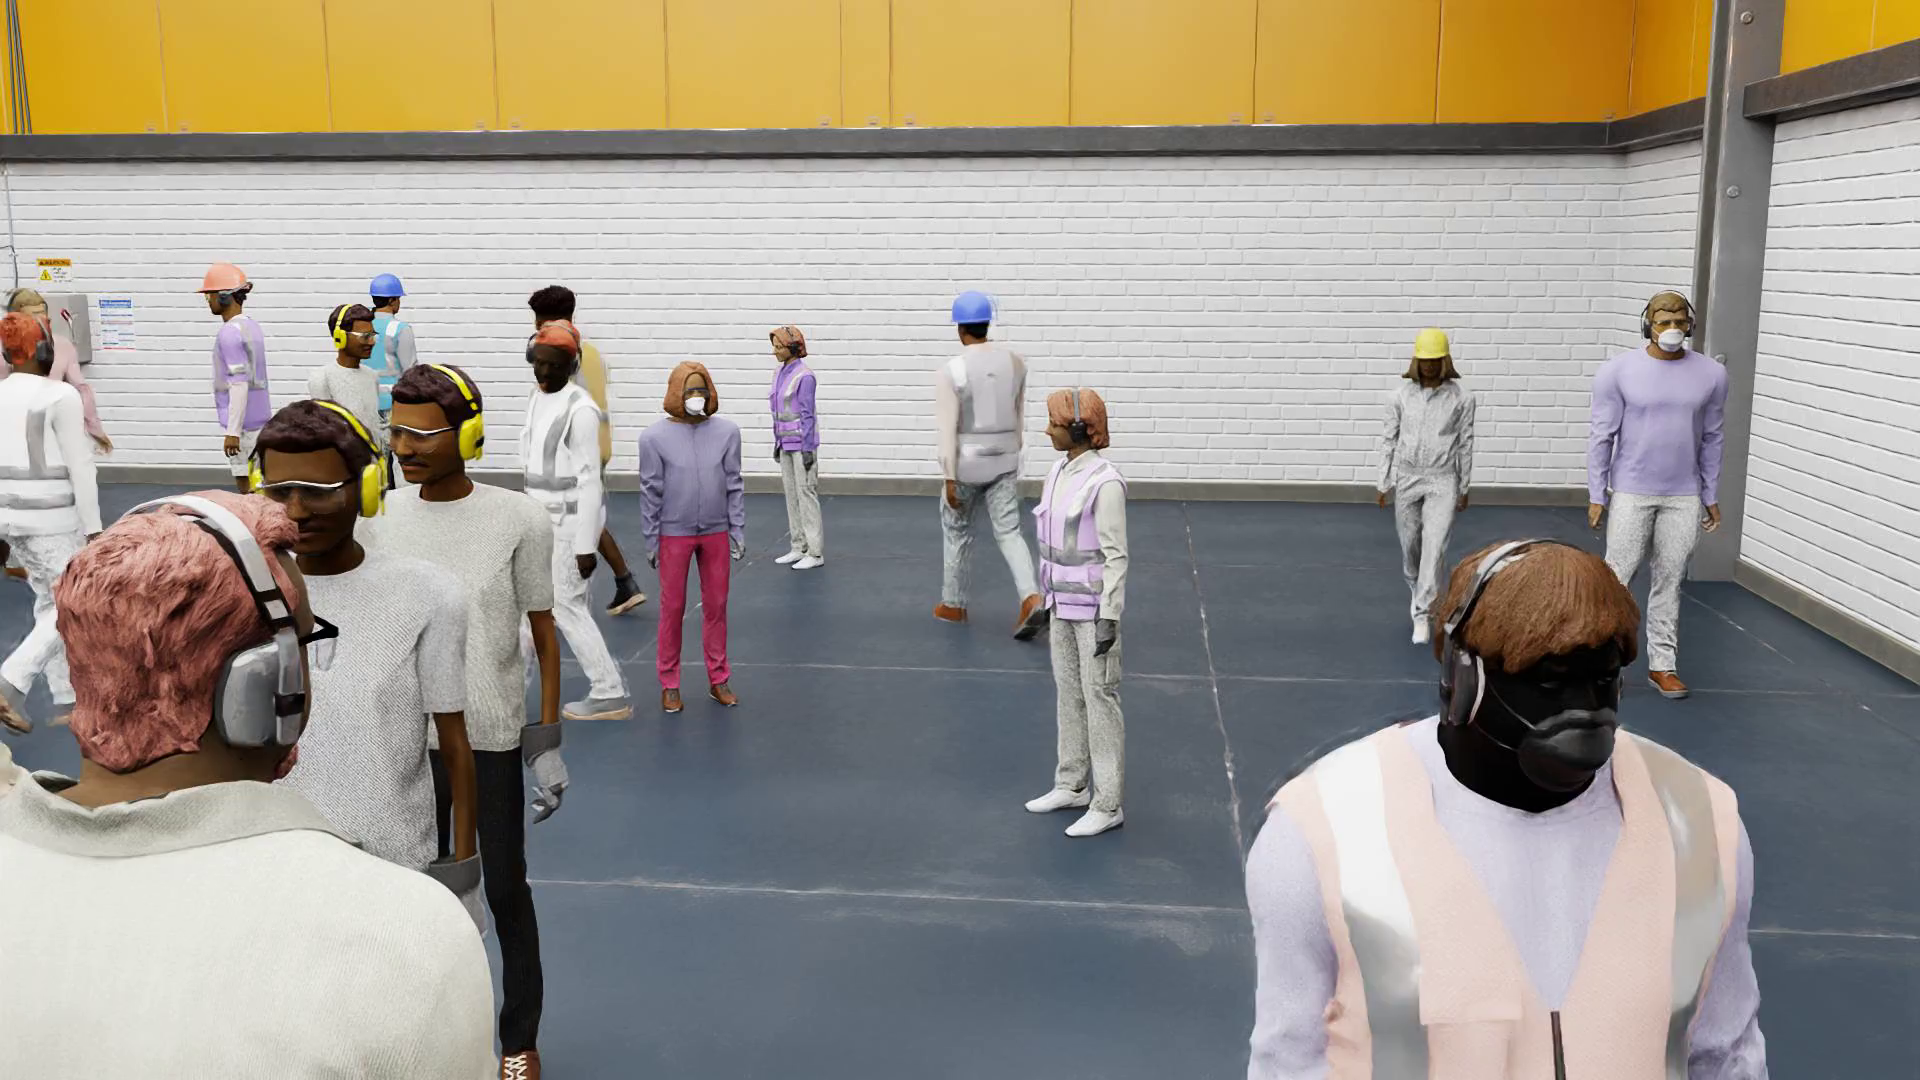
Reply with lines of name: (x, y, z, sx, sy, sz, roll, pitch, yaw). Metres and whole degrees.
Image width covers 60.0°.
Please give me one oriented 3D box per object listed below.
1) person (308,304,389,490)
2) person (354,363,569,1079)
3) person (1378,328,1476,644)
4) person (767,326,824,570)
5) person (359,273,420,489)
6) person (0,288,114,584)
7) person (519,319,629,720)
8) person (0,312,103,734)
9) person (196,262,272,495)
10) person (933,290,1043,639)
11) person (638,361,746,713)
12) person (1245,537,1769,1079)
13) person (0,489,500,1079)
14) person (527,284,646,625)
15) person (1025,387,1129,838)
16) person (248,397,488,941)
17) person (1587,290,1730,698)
person: (-3.075, -0.265, 8.464, 0.322, 1.860, 0.516, 3, 10, 18)
person: (-1.219, 0.501, 4.049, 0.526, 1.865, 0.315, 0, 10, 1)
person: (2.604, -0.337, 9.301, 0.496, 1.704, 0.864, 4, 11, 21)
person: (-1.097, -0.613, 11.112, 0.323, 1.630, 0.504, -6, 11, -29)
person: (-4.320, -1.039, 12.627, 0.602, 1.948, 0.387, 5, 11, 25)
person: (-5.686, -0.623, 10.416, 1.051, 1.874, 0.644, 2, 10, 12)
person: (-1.824, -0.055, 7.349, 0.680, 1.826, 0.654, -6, 11, -30)
person: (-4.077, -0.058, 7.267, 0.604, 1.866, 0.648, 4, 11, 21)
person: (-4.685, -0.767, 10.795, 0.395, 2.042, 0.611, -2, 10, -10)
person: (0.154, -0.410, 9.166, 0.604, 1.916, 0.926, -5, 11, -28)
person: (-1.233, -0.015, 7.693, 0.494, 1.624, 0.279, -5, 11, -29)
person: (0.671, 0.861, 2.164, 0.635, 1.812, 0.899, 0, 10, -2)
person: (-0.697, 0.899, 1.649, 0.651, 1.906, 0.403, 2, 10, 10)
person: (-2.192, -0.472, 9.416, 0.604, 1.943, 0.632, 2, 10, 9)
person: (0.443, 0.261, 6.077, 0.313, 1.636, 0.517, -4, 11, -22)
person: (-1.169, 0.654, 3.189, 0.513, 1.862, 0.327, 0, 10, -2)
person: (3.294, -0.208, 7.896, 0.636, 1.938, 0.354, 0, 10, 3)
